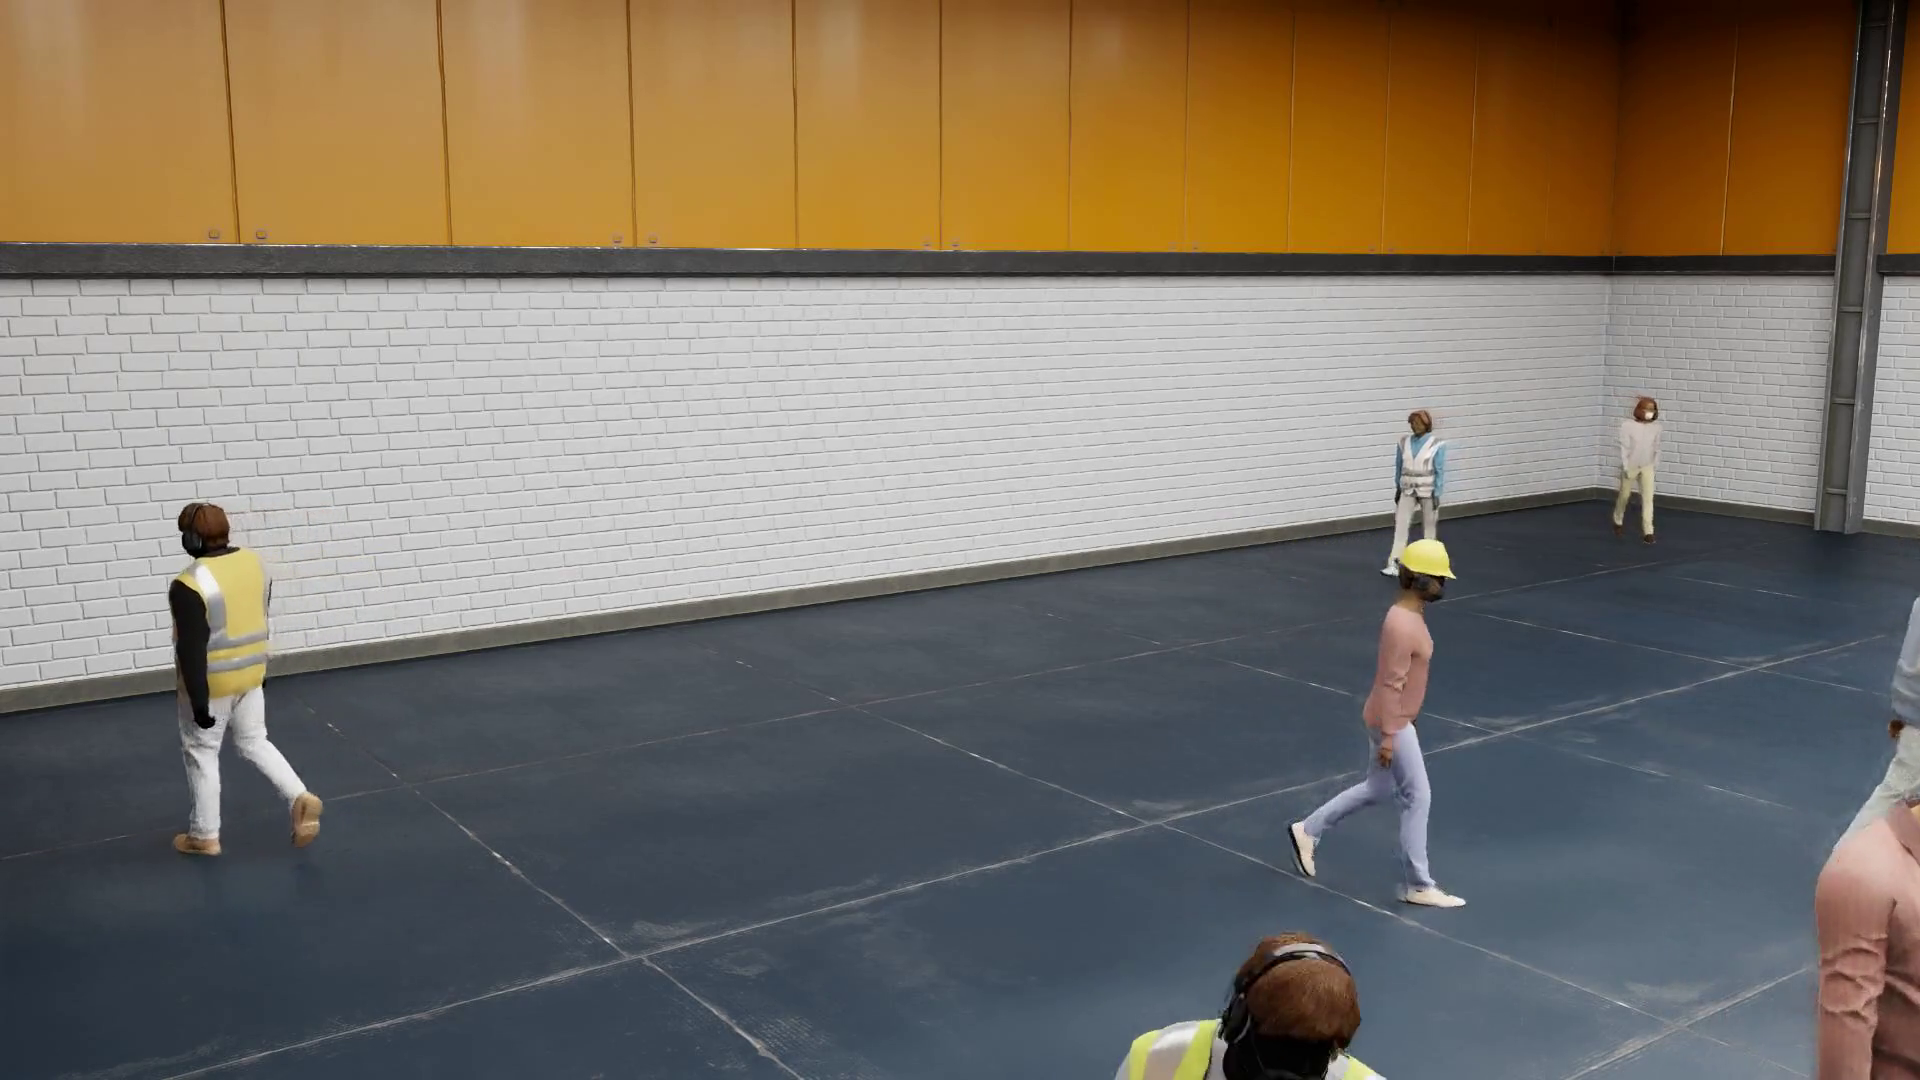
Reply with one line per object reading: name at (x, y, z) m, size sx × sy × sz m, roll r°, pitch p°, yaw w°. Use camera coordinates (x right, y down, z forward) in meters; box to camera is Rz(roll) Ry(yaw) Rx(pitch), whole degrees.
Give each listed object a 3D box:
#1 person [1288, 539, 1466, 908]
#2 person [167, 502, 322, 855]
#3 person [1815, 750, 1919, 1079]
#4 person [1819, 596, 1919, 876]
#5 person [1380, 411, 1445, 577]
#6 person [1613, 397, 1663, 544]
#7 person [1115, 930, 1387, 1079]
person at (1.963, 0.838, 7.795) m, size 0.784 × 1.728 × 0.560 m, roll 3°, pitch 10°, yaw 18°
person at (-3.631, 0.706, 8.321) m, size 0.742 × 1.818 × 0.631 m, roll 3°, pitch 10°, yaw 20°
person at (2.392, 1.363, 4.144) m, size 0.655 × 1.939 × 0.512 m, roll -3°, pitch 10°, yaw -18°
person at (4.550, 0.824, 7.748) m, size 0.955 × 1.775 × 0.603 m, roll 3°, pitch 10°, yaw 16°
person at (4.323, -0.420, 15.864) m, size 0.541 × 1.606 × 0.758 m, roll 8°, pitch 12°, yaw 41°
person at (7.434, -0.789, 18.250) m, size 0.488 × 1.586 × 0.874 m, roll 0°, pitch 9°, yaw 3°
person at (0.524, 1.572, 3.042) m, size 0.693 × 1.823 × 0.433 m, roll 5°, pitch 11°, yaw 30°
